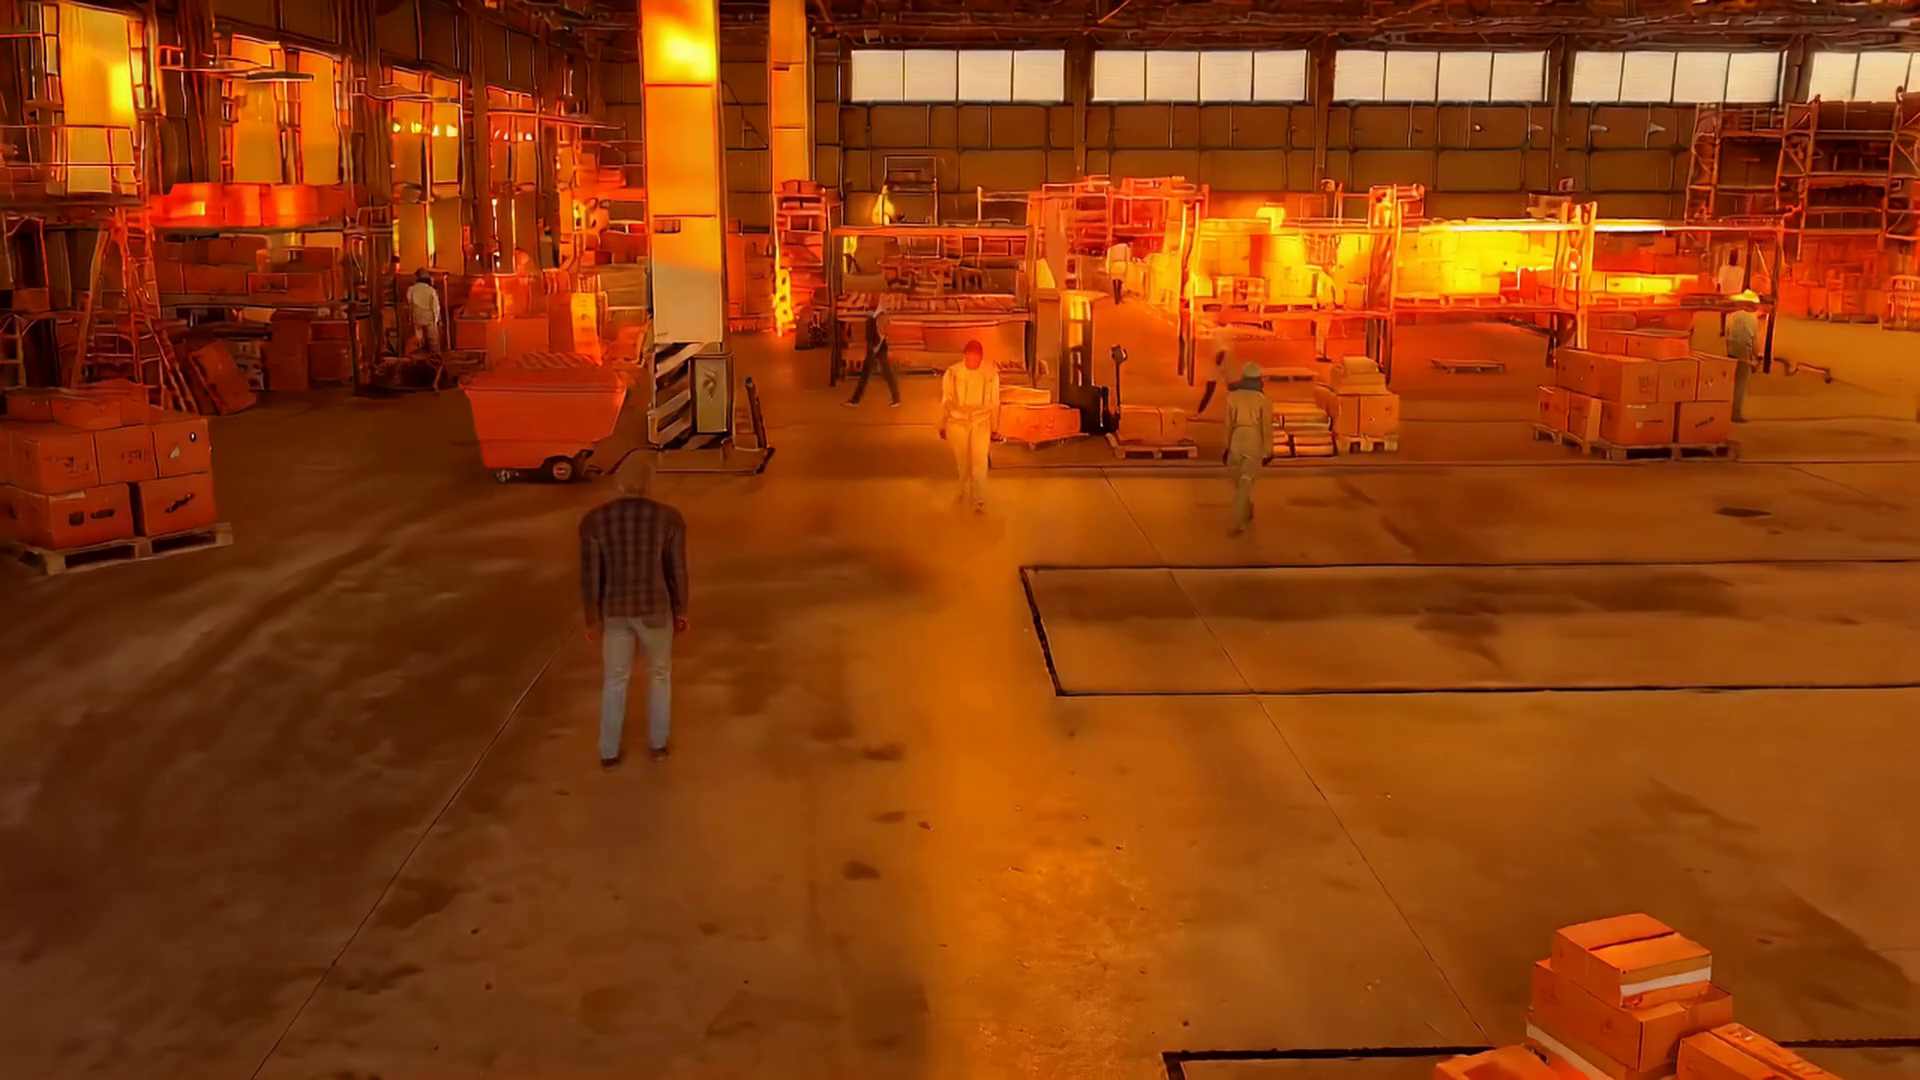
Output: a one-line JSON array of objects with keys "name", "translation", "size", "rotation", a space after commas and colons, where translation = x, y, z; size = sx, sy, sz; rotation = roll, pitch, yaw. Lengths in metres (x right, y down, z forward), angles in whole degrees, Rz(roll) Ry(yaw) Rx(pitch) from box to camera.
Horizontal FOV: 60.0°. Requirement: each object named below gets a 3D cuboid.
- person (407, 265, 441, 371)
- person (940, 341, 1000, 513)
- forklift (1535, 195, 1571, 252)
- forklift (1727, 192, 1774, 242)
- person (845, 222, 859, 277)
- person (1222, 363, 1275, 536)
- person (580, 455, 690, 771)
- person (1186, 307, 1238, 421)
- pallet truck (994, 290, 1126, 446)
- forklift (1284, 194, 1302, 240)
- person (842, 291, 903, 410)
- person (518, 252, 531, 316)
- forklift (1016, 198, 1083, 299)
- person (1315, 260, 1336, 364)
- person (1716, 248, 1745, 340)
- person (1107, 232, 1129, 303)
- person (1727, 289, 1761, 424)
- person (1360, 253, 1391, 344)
[{"name": "person", "translation": [-9.401, -3.848, 29.248], "size": [0.544, 1.936, 0.359], "rotation": [-1, 13, -3]}, {"name": "person", "translation": [0.108, -1.231, 17.777], "size": [0.637, 1.797, 0.972], "rotation": [1, 13, 3]}, {"name": "forklift", "translation": [18.927, -9.625, 53.180], "size": [1.129, 2.768, 1.873], "rotation": [0, 12, -2]}, {"name": "forklift", "translation": [29.036, -11.233, 60.436], "size": [1.873, 2.768, 1.129], "rotation": [0, 12, -2]}, {"name": "person", "translation": [-3.673, -9.888, 56.684], "size": [0.457, 1.871, 0.575], "rotation": [7, 14, 30]}, {"name": "person", "translation": [2.877, -0.917, 16.558], "size": [0.498, 1.684, 0.928], "rotation": [7, 14, 29]}, {"name": "person", "translation": [-1.928, 0.450, 9.944], "size": [0.636, 1.910, 0.441], "rotation": [-1, 13, -5]}, {"name": "person", "translation": [3.704, -2.502, 23.808], "size": [0.885, 1.641, 0.536], "rotation": [-3, 13, -11]}, {"name": "pallet truck", "translation": [1.257, -2.299, 22.111], "size": [1.885, 1.965, 0.823], "rotation": [-9, 15, -35]}, {"name": "forklift", "translation": [10.940, -9.999, 54.865], "size": [1.873, 2.768, 1.129], "rotation": [0, 12, -2]}, {"name": "person", "translation": [-1.297, -2.853, 25.079], "size": [0.970, 1.794, 0.511], "rotation": [-7, 15, -30]}, {"name": "person", "translation": [-10.653, -6.232, 40.706], "size": [0.314, 1.634, 0.515], "rotation": [-7, 14, -30]}, {"name": "forklift", "translation": [2.520, -8.201, 46.747], "size": [1.873, 2.768, 1.129], "rotation": [0, 12, -2]}, {"name": "person", "translation": [6.874, -4.292, 31.256], "size": [0.370, 1.934, 0.627], "rotation": [5, 13, 22]}, {"name": "person", "translation": [16.536, -5.277, 35.659], "size": [0.609, 1.954, 0.526], "rotation": [7, 14, 30]}, {"name": "person", "translation": [4.320, -7.483, 45.696], "size": [0.571, 1.913, 0.780], "rotation": [-1, 13, -4]}, {"name": "person", "translation": [11.147, -2.609, 23.706], "size": [0.395, 1.919, 0.581], "rotation": [-3, 13, -15]}, {"name": "person", "translation": [8.585, -5.000, 34.553], "size": [0.728, 1.889, 0.623], "rotation": [-12, 17, -43]}]
